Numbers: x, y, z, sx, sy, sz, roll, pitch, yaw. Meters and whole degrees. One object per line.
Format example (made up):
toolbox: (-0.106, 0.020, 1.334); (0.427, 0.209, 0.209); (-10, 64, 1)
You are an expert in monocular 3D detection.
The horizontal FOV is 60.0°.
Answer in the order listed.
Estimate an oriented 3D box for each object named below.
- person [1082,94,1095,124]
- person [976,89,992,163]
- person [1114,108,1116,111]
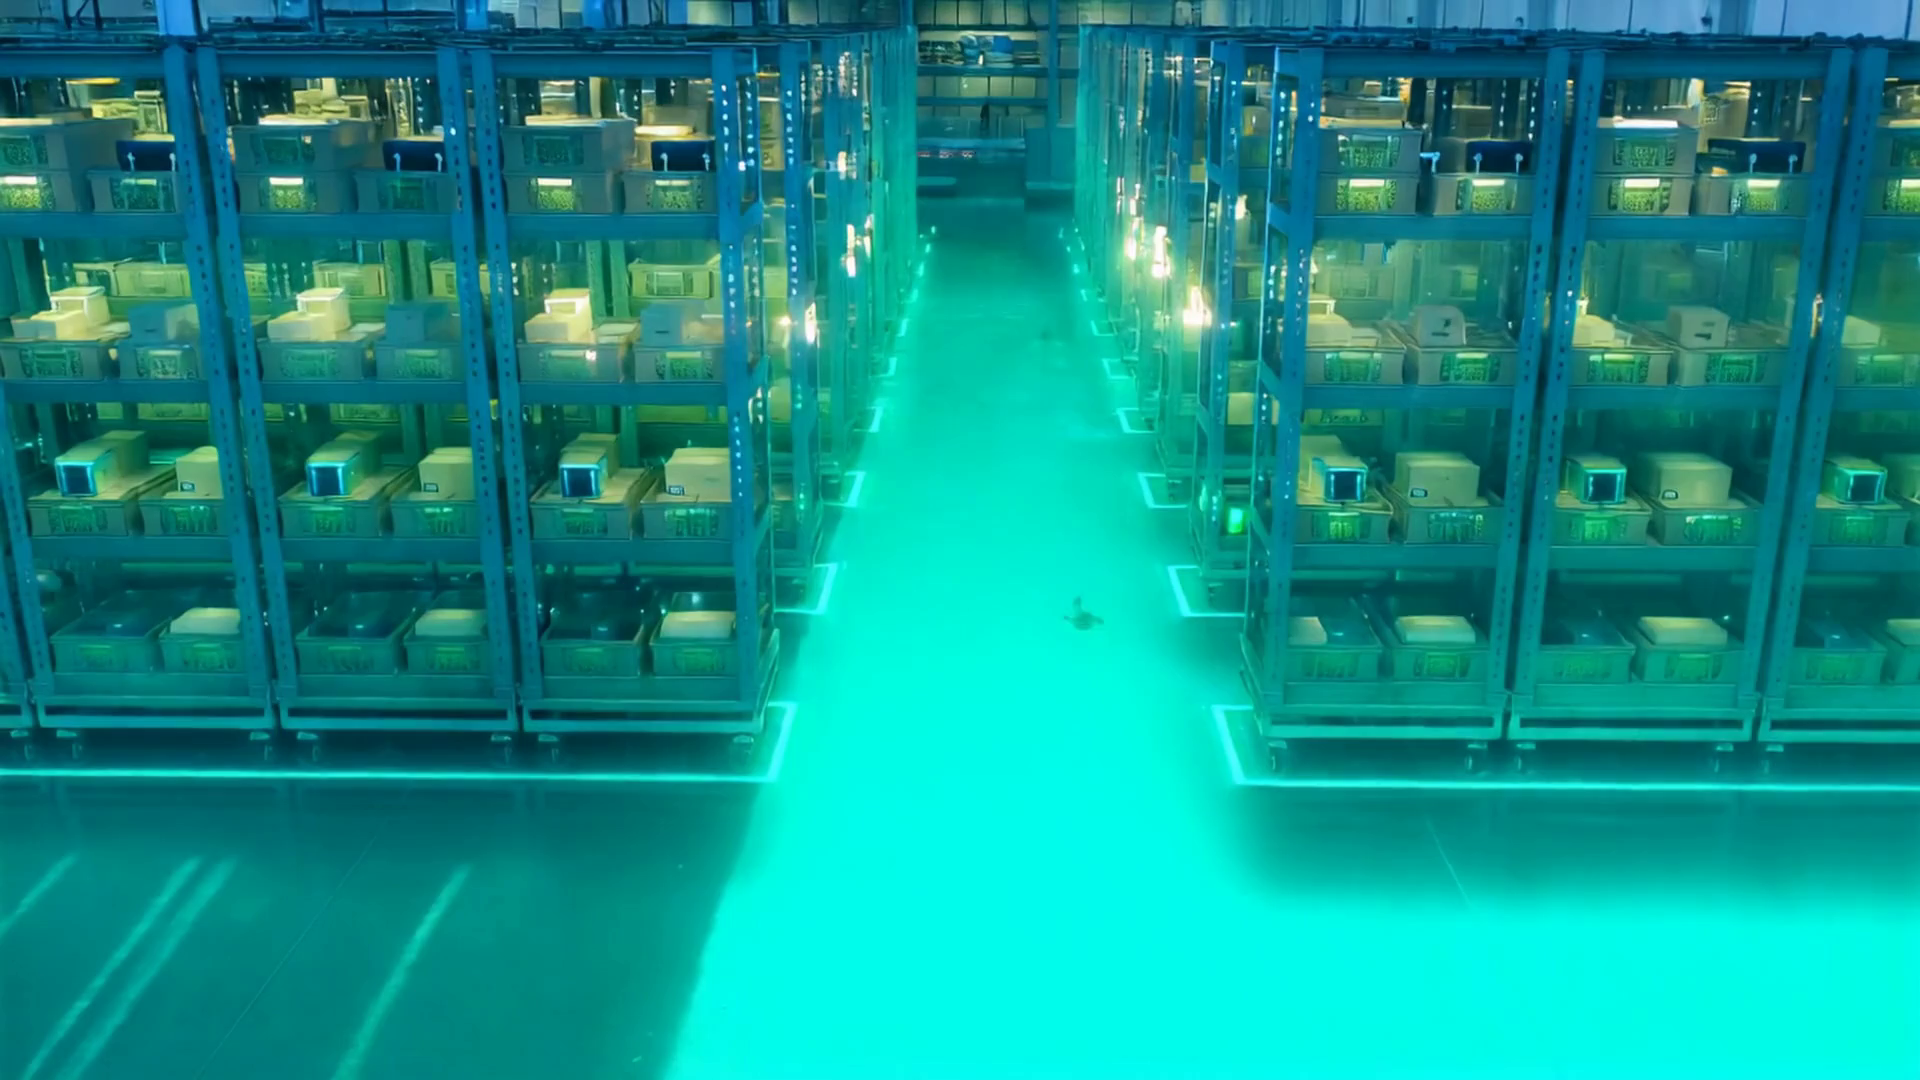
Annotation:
person: (3.325, -10.507, 42.580); (0.622, 1.992, 0.395); (-2, 17, -5)
person: (0.635, -10.997, 44.248); (0.512, 1.921, 0.573); (1, 17, 4)
person: (4.137, -11.134, 44.958); (0.325, 1.765, 0.533); (1, 17, 3)
